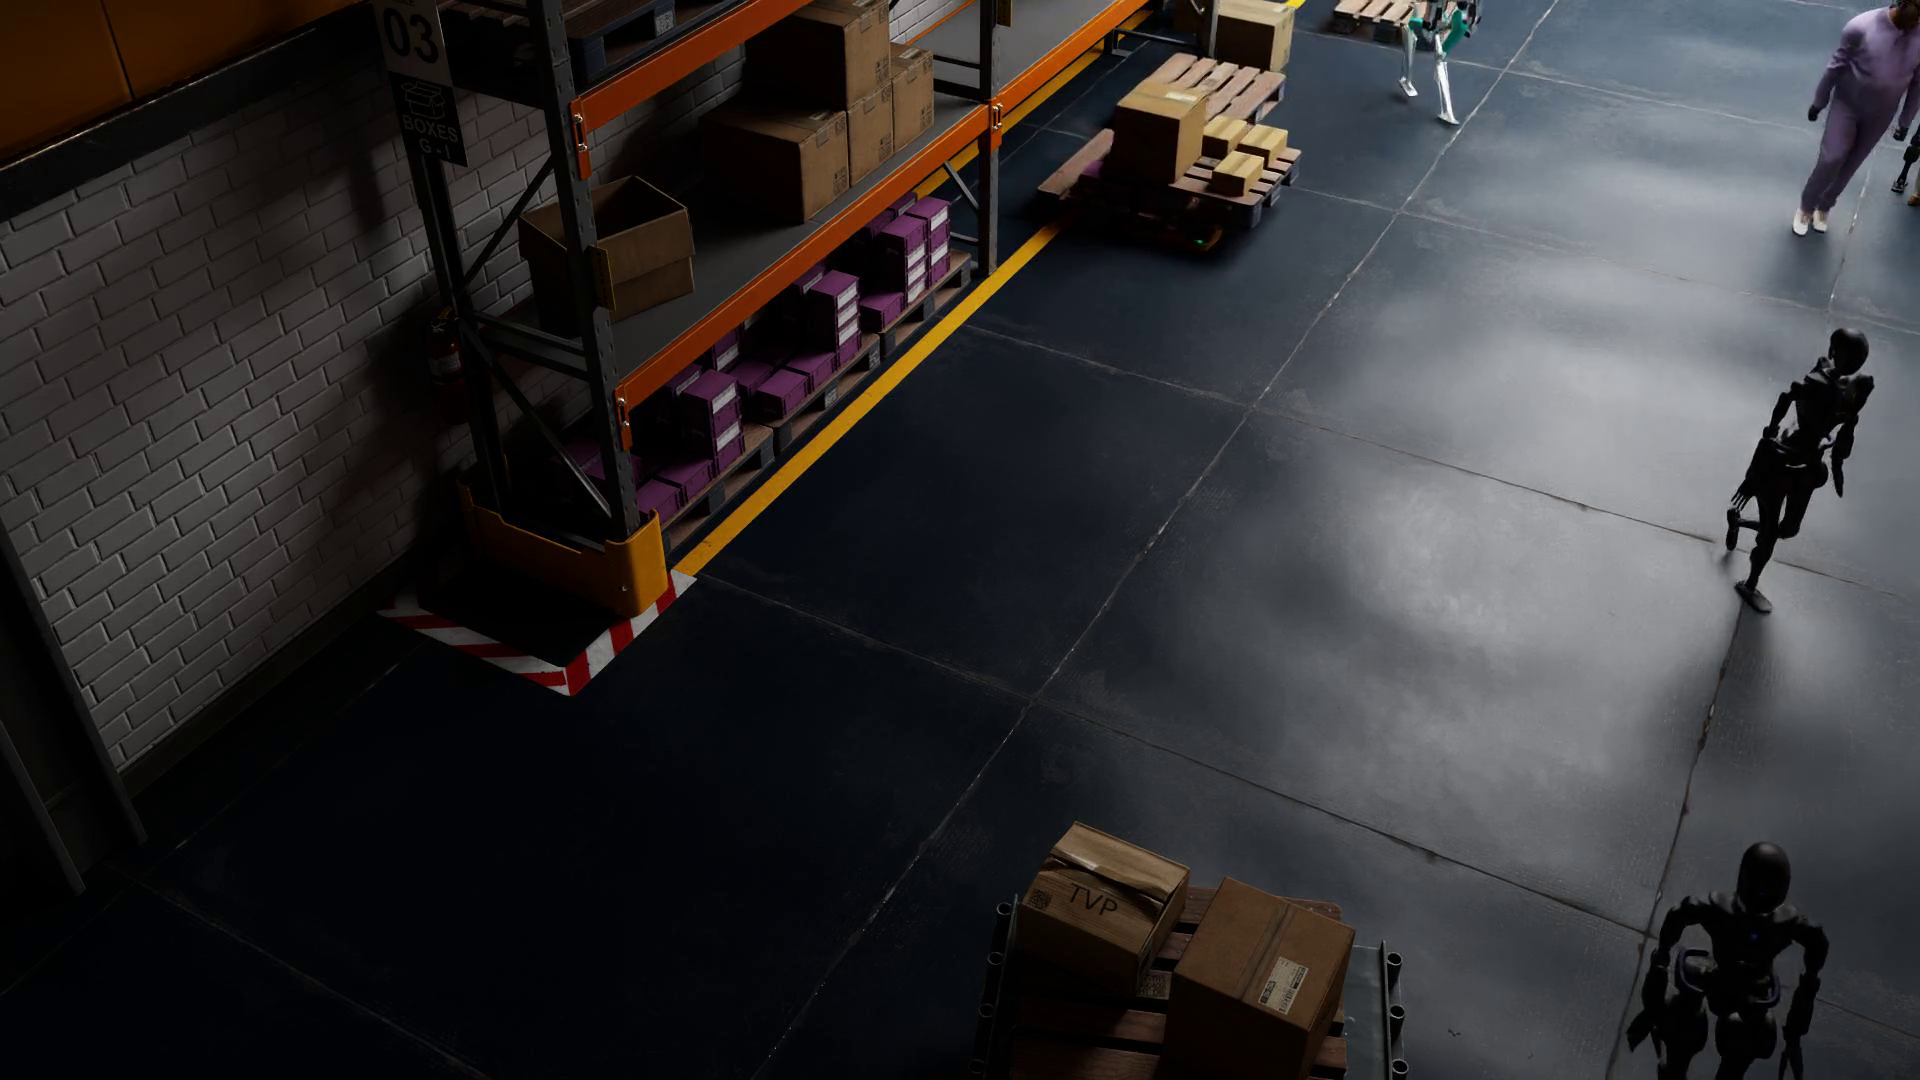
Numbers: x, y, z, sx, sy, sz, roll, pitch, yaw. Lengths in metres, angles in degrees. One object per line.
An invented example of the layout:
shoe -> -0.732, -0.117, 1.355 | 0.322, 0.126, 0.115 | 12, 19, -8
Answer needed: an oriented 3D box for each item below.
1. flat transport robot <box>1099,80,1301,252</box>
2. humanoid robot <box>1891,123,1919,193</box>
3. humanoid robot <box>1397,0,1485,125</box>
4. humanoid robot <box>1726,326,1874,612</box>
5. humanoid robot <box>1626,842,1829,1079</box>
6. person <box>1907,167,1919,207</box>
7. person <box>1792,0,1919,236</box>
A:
flat transport robot -> 1.818, -2.600, 12.470 | 0.659, 0.231, 1.431 | 19, 42, 22
humanoid robot -> 7.327, -3.338, 12.254 | 0.315, 1.657, 0.599 | -31, 48, -33
humanoid robot -> 3.875, -4.293, 13.448 | 0.533, 1.766, 1.018 | -11, 40, -13
humanoid robot -> 4.287, -0.434, 8.647 | 0.609, 1.629, 0.619 | -9, 40, -12
humanoid robot -> 2.753, 1.700, 6.001 | 0.610, 1.657, 0.529 | 10, 40, 12
person -> 7.373, -3.250, 11.982 | 0.375, 1.894, 0.582 | -25, 45, -28
person -> 6.364, -3.001, 11.679 | 0.673, 1.880, 0.589 | 8, 39, 9
